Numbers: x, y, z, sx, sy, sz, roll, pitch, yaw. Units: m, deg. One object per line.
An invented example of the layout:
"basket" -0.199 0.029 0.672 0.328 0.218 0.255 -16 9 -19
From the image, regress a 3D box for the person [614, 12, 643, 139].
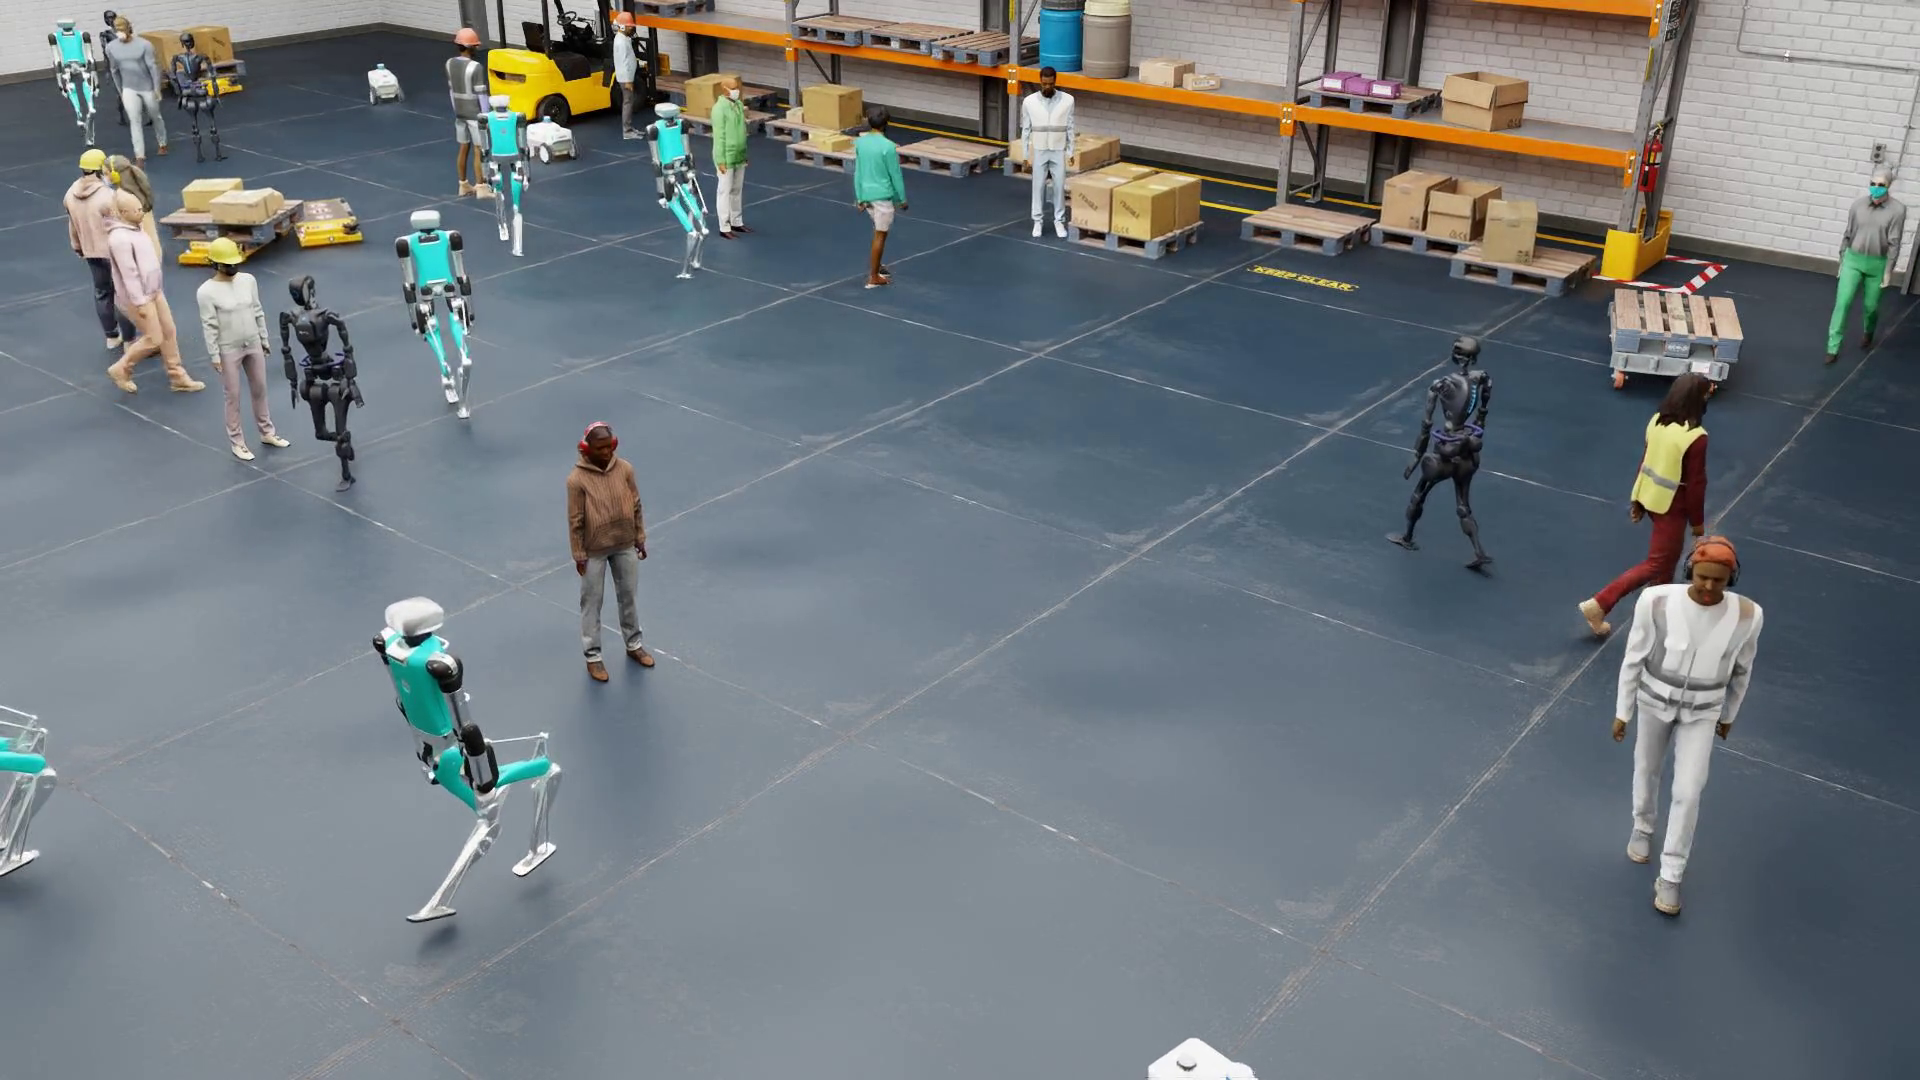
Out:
"person" -4.676 -6.539 23.419 0.345 1.740 0.573 -5 26 -10

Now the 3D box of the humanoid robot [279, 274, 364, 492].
"humanoid robot" -4.741 -1.229 12.520 0.587 1.637 0.613 2 26 5

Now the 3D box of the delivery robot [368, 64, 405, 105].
"delivery robot" -8.998 -7.108 25.977 0.499 0.608 0.793 -12 28 -24

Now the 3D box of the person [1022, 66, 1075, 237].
"person" 0.992 -4.381 18.764 0.598 1.907 0.400 -1 26 -2

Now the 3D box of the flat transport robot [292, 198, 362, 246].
"flat transport robot" -7.344 -3.672 19.174 0.659 0.231 1.431 -12 28 -23

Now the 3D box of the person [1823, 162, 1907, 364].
"person" 8.209 -2.527 15.032 0.507 1.813 0.801 18 31 33

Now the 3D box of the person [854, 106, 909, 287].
"person" -0.779 -3.524 17.073 0.500 1.828 0.592 23 34 39

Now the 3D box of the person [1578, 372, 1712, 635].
"person" 4.321 -0.204 10.305 0.823 1.746 0.462 -3 26 -6

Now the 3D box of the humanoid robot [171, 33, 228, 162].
"humanoid robot" -10.162 -5.902 22.157 0.599 1.657 0.315 -2 26 -4

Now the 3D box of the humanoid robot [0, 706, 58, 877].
"humanoid robot" -4.724 0.836 7.996 0.735 1.677 0.533 -21 33 -37

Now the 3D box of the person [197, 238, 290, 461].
"person" -5.600 -1.491 12.947 0.333 1.759 0.526 15 30 28

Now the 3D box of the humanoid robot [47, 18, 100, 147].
"humanoid robot" -12.057 -6.189 22.729 0.530 1.737 1.022 -10 27 -19

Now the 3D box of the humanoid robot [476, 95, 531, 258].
"humanoid robot" -5.026 -4.066 18.355 0.530 1.781 1.012 -9 27 -18

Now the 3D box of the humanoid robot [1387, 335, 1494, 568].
"humanoid robot" 3.337 -0.600 11.261 0.589 1.633 0.801 -12 28 -24

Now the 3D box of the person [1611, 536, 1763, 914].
"person" 3.430 0.863 7.960 0.572 1.851 0.857 11 28 21

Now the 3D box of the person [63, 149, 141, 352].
"person" -7.790 -2.621 15.182 0.813 1.854 0.432 9 27 18

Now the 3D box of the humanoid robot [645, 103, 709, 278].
"humanoid robot" -2.841 -3.627 17.394 0.780 1.788 0.539 20 32 35

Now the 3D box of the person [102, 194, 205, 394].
"person" -6.954 -2.069 14.128 0.626 1.762 0.542 -1 26 -2

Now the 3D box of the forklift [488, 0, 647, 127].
"forklift" -5.874 -7.334 24.552 1.214 2.155 2.313 19 32 34

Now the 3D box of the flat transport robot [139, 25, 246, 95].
"flat transport robot" -12.307 -7.381 26.857 1.431 0.231 0.659 18 31 33

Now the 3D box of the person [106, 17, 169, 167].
"person" -10.920 -5.992 22.123 0.642 1.895 1.004 -5 26 -10

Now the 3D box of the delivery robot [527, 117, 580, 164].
"delivery robot" -5.525 -5.392 22.415 0.499 0.601 0.798 -23 34 -39

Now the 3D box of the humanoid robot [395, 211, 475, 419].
"humanoid robot" -4.211 -1.761 13.574 0.550 1.742 1.037 -10 28 -20

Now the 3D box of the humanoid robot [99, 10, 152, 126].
"humanoid robot" -12.134 -6.845 24.176 0.701 1.634 0.601 11 28 22

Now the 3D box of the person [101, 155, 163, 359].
"person" -7.413 -2.540 15.002 0.475 1.863 0.568 -2 26 -4

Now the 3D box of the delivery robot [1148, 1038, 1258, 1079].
"delivery robot" 1.057 2.291 6.487 0.499 0.586 0.773 -21 33 -36

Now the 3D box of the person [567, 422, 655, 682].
"person" -2.093 0.050 9.886 0.460 1.645 0.315 -17 30 -31

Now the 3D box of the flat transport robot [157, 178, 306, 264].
"flat transport robot" -8.052 -3.354 18.516 0.659 0.231 1.431 2 26 4

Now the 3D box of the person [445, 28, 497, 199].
"person" -5.957 -5.213 20.357 0.622 2.030 0.439 15 30 29

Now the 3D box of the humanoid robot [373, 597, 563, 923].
"humanoid robot" -2.257 0.984 7.872 0.537 1.739 1.028 18 31 33

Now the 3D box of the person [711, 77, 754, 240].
"person" -2.577 -4.315 18.766 0.387 1.784 0.538 13 29 24
